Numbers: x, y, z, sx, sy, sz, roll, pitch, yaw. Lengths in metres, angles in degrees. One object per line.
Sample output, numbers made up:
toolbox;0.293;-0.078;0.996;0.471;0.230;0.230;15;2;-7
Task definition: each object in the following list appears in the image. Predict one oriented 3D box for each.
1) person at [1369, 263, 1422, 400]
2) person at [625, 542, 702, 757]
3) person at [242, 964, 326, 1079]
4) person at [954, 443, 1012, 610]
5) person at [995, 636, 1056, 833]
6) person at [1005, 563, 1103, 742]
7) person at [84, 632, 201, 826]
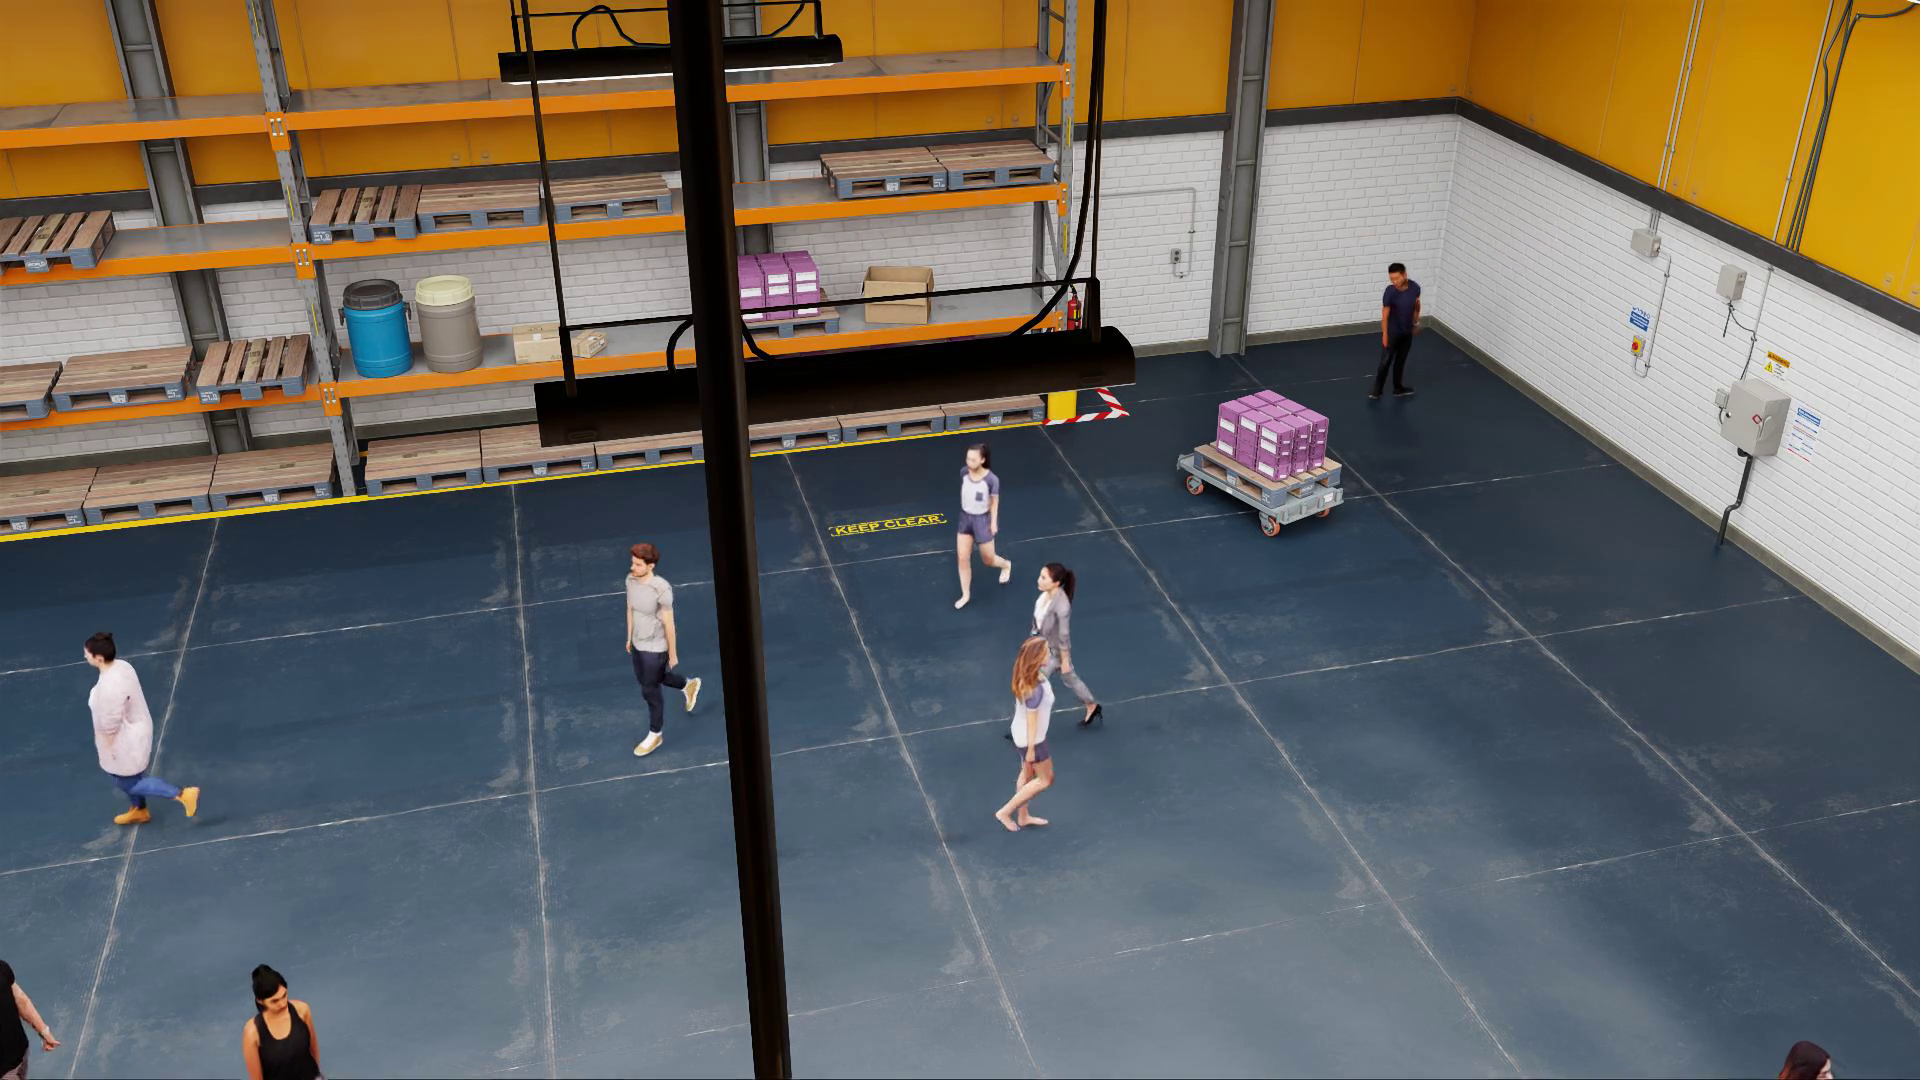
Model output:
person;5.252;-2.502;19.754;0.491;1.747;0.865;-17;33;-29
person;-2.447;0.815;13.539;1.001;1.875;1.144;22;36;35
person;-3.928;3.096;9.601;0.967;1.641;0.992;25;37;37
person;0.213;-0.173;15.614;0.954;1.623;1.047;18;33;30
person;0.446;1.475;12.486;0.694;1.723;0.628;-4;29;-7
person;0.858;0.909;13.615;1.106;1.637;0.705;-4;29;-7
person;-6.200;1.455;12.519;0.902;1.728;0.677;-7;29;-13
